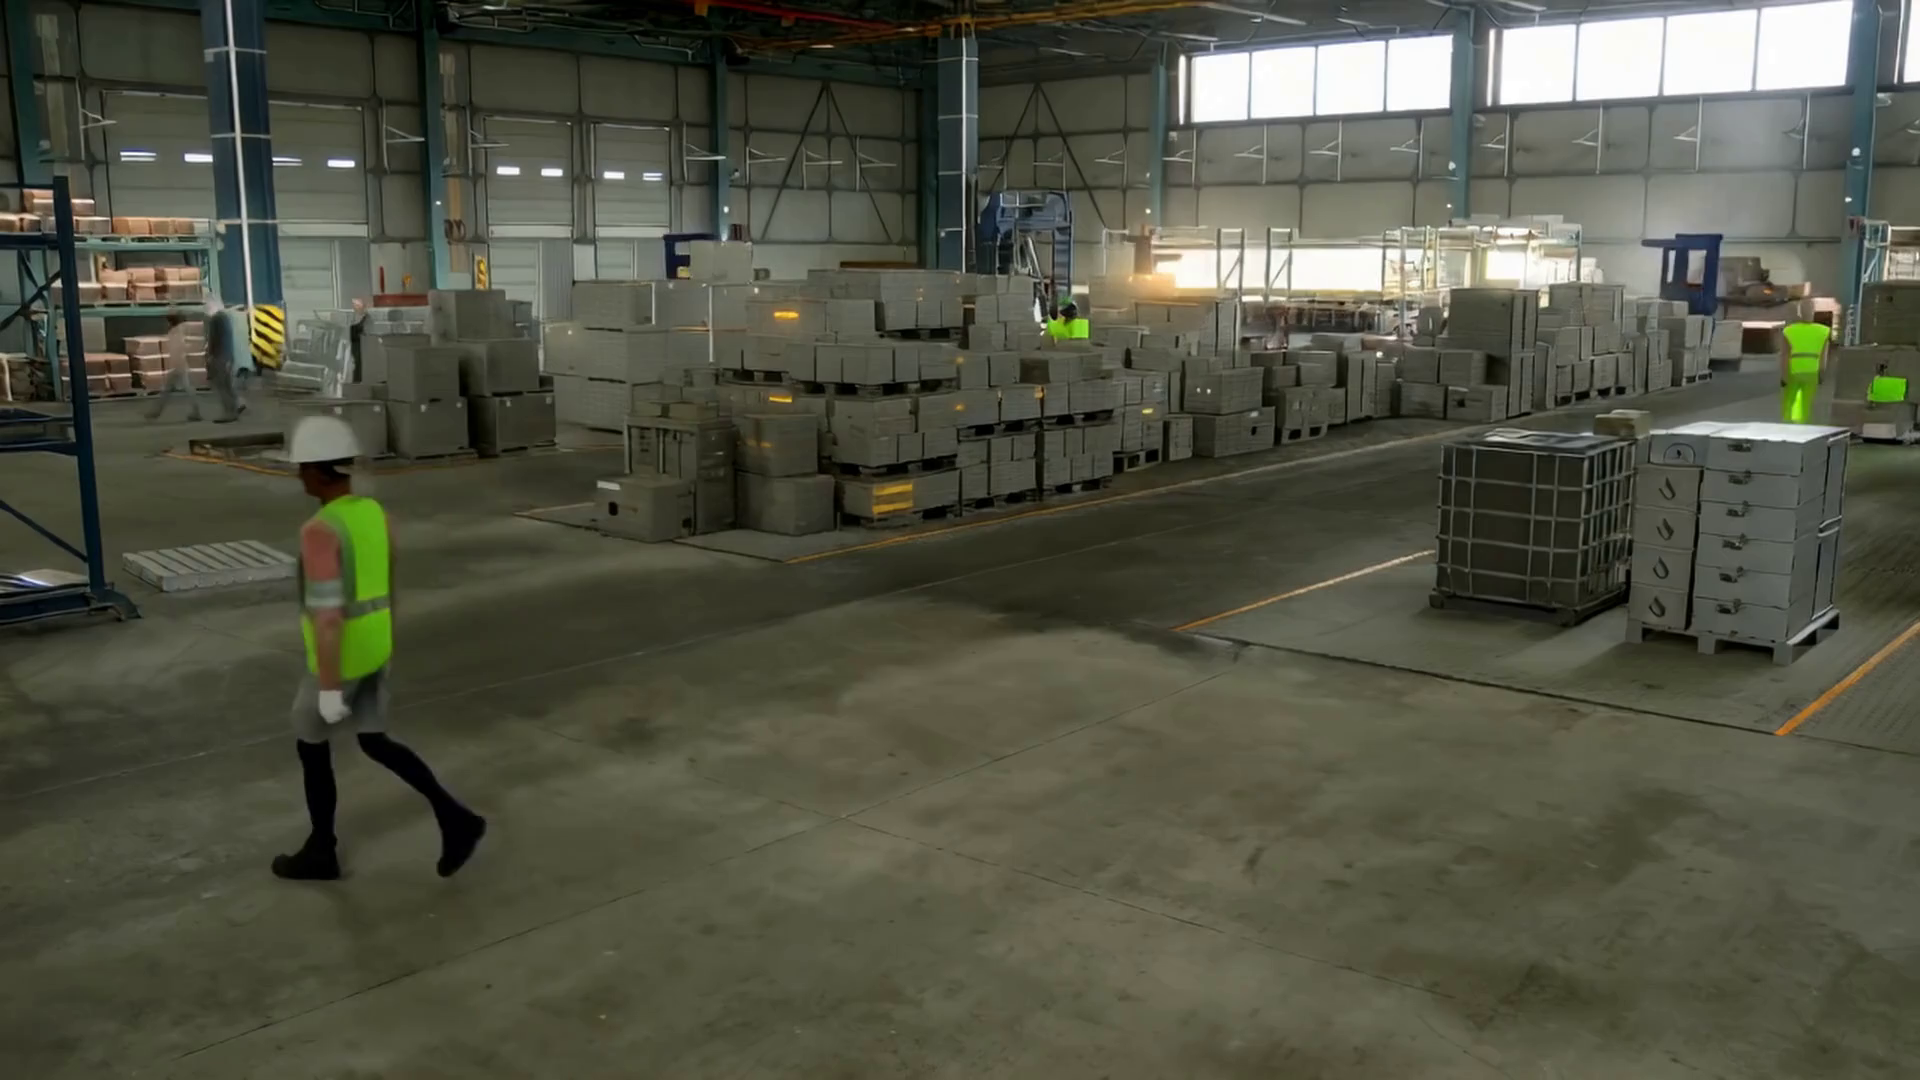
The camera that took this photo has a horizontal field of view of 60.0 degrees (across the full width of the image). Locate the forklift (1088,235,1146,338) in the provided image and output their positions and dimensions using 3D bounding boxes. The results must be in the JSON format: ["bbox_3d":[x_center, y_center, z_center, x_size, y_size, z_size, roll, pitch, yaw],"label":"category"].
[{"bbox_3d":[3.948,-5.574,38.131,1.873,2.768,1.129,4,11,21],"label":"forklift"}]

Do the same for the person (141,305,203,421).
[{"bbox_3d":[-11.554,-2.568,24.333,0.866,1.697,0.512,-9,14,-42],"label":"person"}]

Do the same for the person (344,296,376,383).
[{"bbox_3d":[-9.052,-2.741,25.007,0.539,1.820,0.663,5,11,26],"label":"person"}]

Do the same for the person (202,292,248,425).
[{"bbox_3d":[-10.662,-2.618,24.050,0.513,1.914,0.651,-9,13,-41],"label":"person"}]

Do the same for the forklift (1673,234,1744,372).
[{"bbox_3d":[14.976,-4.835,33.919,1.873,2.768,1.129,-5,11,-24],"label":"forklift"}]

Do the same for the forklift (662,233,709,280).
[{"bbox_3d":[-5.415,-4.677,33.019,1.873,2.768,1.129,8,13,40],"label":"forklift"}]

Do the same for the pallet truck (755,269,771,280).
[{"bbox_3d":[-4.996,-6.432,45.525,1.885,1.965,0.823,-6,12,-32],"label":"pallet truck"}]

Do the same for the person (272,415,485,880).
[{"bbox_3d":[-2.366,0.451,6.597,0.841,1.908,0.558,2,10,12],"label":"person"}]

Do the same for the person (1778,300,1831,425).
[{"bbox_3d":[10.867,-2.147,21.489,0.598,1.873,0.985,2,10,13],"label":"person"}]
